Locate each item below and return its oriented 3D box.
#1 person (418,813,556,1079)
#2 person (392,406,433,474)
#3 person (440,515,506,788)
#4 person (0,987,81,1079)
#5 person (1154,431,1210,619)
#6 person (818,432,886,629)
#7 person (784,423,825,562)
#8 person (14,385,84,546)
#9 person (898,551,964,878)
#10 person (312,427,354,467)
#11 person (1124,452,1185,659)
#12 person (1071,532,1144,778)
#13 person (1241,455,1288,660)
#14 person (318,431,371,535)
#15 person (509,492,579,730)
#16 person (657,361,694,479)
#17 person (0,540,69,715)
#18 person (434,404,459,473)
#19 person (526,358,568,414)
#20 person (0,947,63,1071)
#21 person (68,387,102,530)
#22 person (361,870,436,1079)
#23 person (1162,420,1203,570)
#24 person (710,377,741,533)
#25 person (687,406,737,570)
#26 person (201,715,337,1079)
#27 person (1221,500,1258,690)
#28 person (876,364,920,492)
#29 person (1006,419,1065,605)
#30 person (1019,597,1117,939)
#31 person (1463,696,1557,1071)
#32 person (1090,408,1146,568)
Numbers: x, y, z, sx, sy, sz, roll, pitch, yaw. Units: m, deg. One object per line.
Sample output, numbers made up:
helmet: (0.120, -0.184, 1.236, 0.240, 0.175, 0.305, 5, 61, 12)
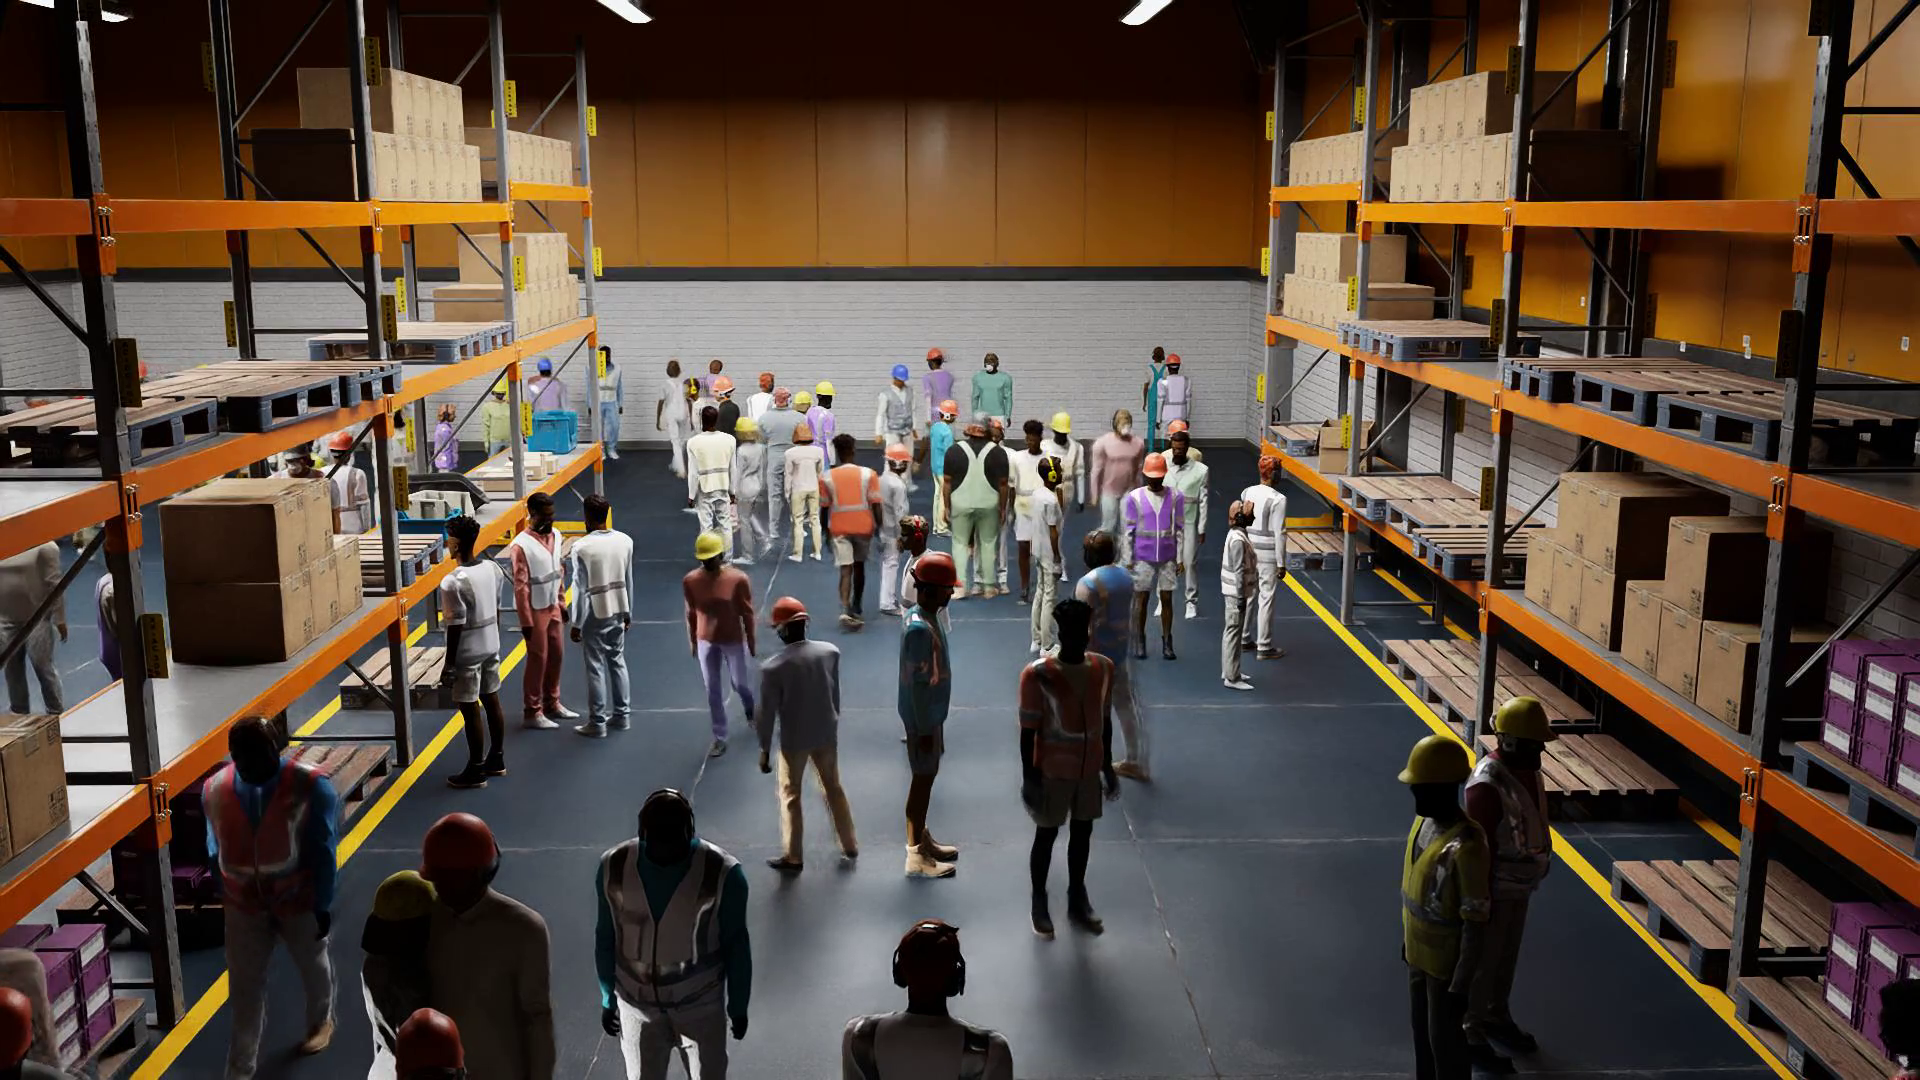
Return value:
person: (-1.770, 1.934, 6.086, 0.613, 1.984, 0.409, 4, 12, 18)
person: (-6.588, -0.748, 19.790, 0.646, 1.873, 0.389, -2, 11, -10)
person: (-3.487, 0.789, 11.862, 0.368, 1.966, 0.603, 4, 12, 18)
person: (-3.024, 2.216, 5.294, 0.586, 1.725, 0.451, 0, 11, 1)
person: (2.215, -0.159, 16.774, 0.590, 1.909, 0.385, 4, 12, 19)
person: (-1.070, -0.096, 16.467, 0.651, 1.915, 0.919, -2, 11, -8)
person: (-1.818, -0.554, 19.458, 0.503, 1.626, 0.280, -6, 13, -26)
person: (-11.005, -0.881, 20.048, 0.746, 2.000, 0.686, 8, 14, 35)
person: (-0.178, 1.070, 10.305, 0.405, 2.032, 0.611, 1, 11, 4)
person: (-7.944, -0.903, 21.070, 0.544, 1.668, 0.913, -5, 12, -24)
person: (1.778, 0.147, 15.193, 0.549, 1.925, 0.384, 0, 11, -2)
person: (0.992, 0.817, 12.170, 0.975, 1.788, 0.652, 11, 16, 43)
person: (2.788, 0.154, 15.290, 0.354, 1.876, 0.574, -6, 13, -29)
person: (-6.077, -0.113, 16.459, 0.550, 1.935, 0.376, 1, 11, 4)
person: (-3.337, 0.555, 13.201, 0.390, 1.905, 0.598, 4, 12, 18)
person: (-4.379, -1.861, 25.599, 0.537, 1.797, 0.983, -6, 13, -28)
person: (-7.203, 0.621, 12.787, 0.659, 1.935, 0.376, -1, 11, -3)
person: (-6.585, -0.937, 21.366, 0.313, 1.631, 0.523, -5, 12, -24)
person: (-6.129, -1.749, 24.752, 0.605, 1.917, 0.908, -5, 12, -23)
person: (-3.396, 2.014, 5.675, 0.622, 1.995, 0.399, -8, 14, -34)
person: (-11.302, -1.044, 21.356, 0.572, 1.843, 0.373, 5, 12, 24)
person: (-2.012, 2.050, 6.134, 0.321, 1.737, 0.488, -7, 13, -33)
person: (2.468, -0.490, 18.838, 0.571, 1.743, 0.352, -6, 13, -26)
person: (-2.980, -1.084, 21.207, 0.406, 1.989, 0.624, 2, 11, 9)
person: (-2.783, -0.551, 18.703, 0.591, 1.919, 0.392, -7, 14, -33)
person: (-3.219, 1.693, 7.786, 0.627, 1.792, 0.976, -1, 11, -6)
person: (2.397, 0.463, 14.320, 0.306, 1.640, 0.522, 1, 11, 6)
person: (-0.867, -1.561, 23.853, 0.821, 1.891, 0.591, -8, 14, -36)
person: (0.795, -0.320, 17.515, 0.624, 1.930, 0.784, 3, 12, 15)
person: (0.617, 1.277, 9.423, 0.612, 1.962, 0.363, -5, 13, -25)
person: (2.628, 1.629, 8.014, 0.403, 1.823, 0.596, 10, 15, 40)
person: (1.742, -0.534, 18.606, 0.649, 1.925, 0.600, -4, 12, -20)
